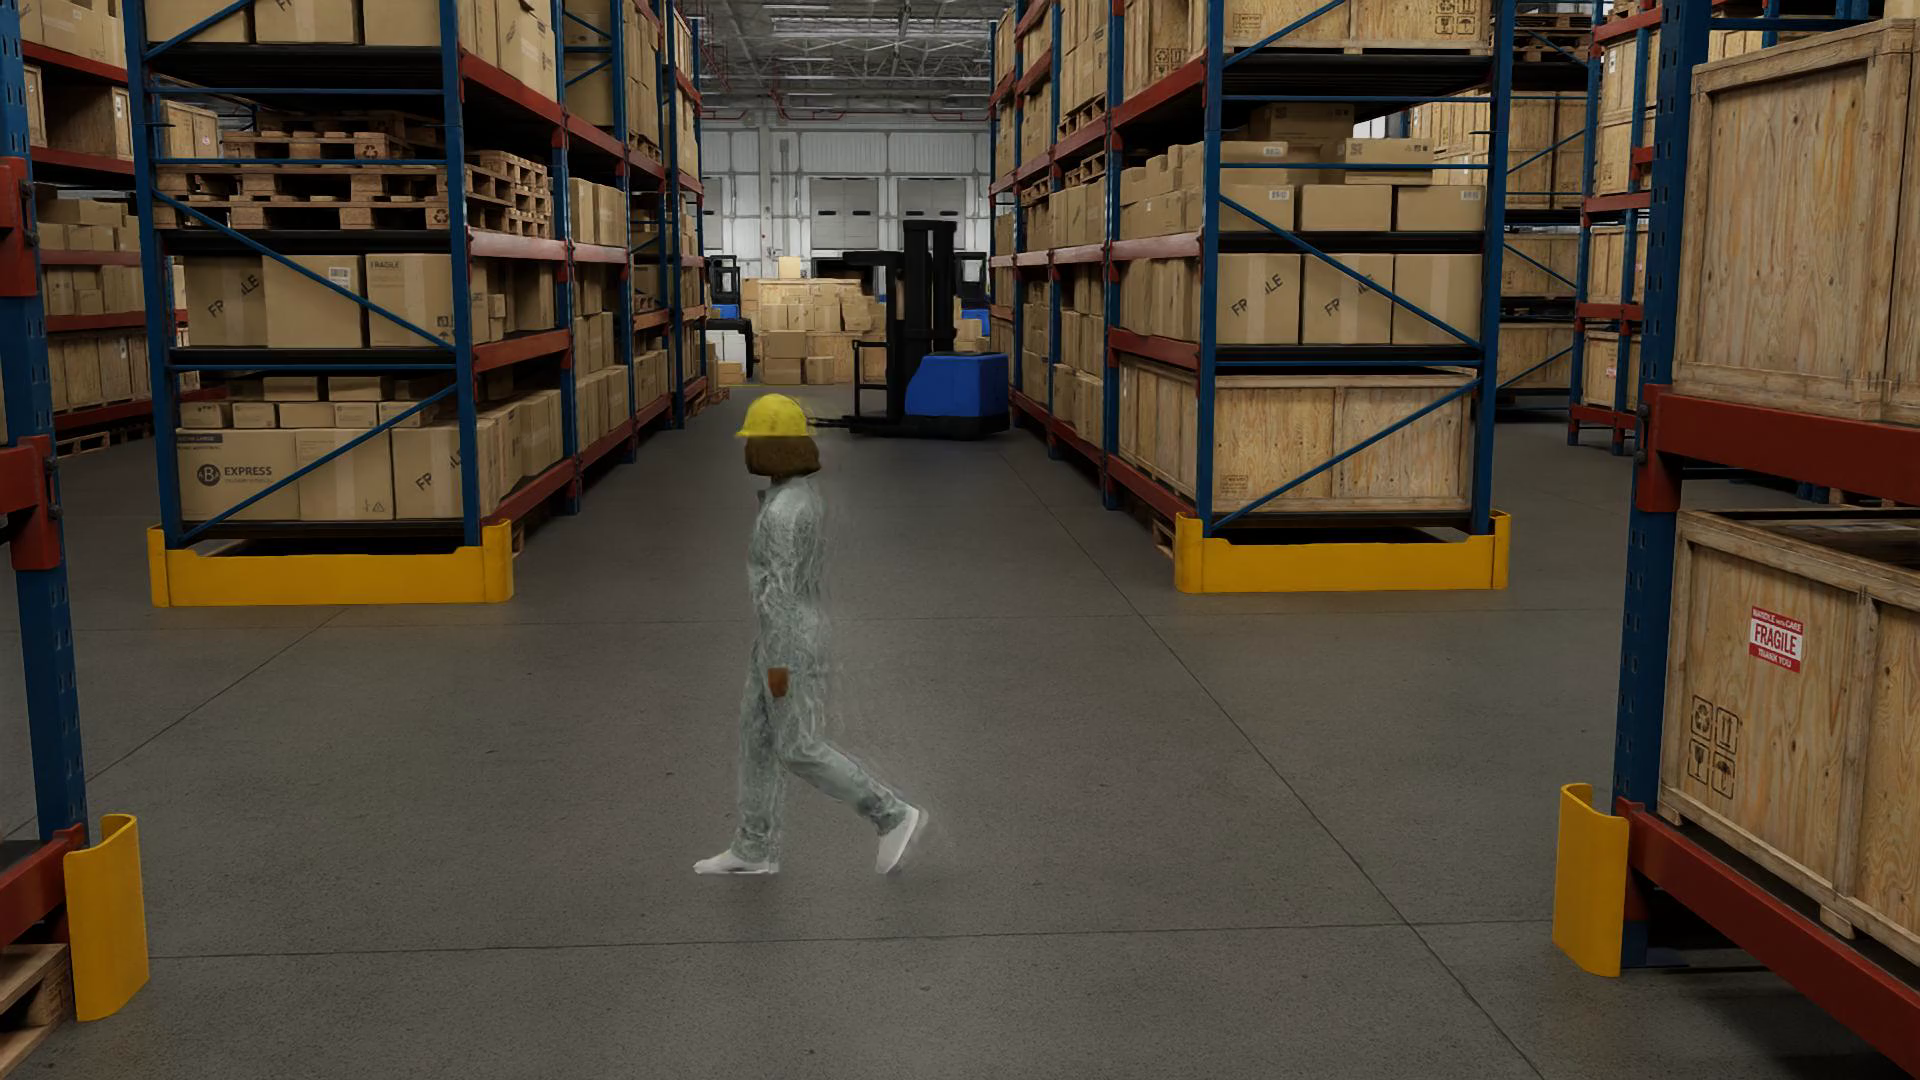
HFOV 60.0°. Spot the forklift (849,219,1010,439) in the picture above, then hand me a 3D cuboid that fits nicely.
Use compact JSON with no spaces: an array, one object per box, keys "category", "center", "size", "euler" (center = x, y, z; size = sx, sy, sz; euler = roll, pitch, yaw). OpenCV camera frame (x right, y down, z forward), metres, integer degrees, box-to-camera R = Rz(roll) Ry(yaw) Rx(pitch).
[{"category":"forklift","center":[-0.379,-2.785,21.818],"size":[1.873,2.768,1.129],"euler":[4,10,26]}]

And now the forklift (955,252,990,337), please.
[{"category":"forklift","center":[0.345,-7.378,50.655],"size":[1.129,2.768,1.873],"euler":[-2,9,-10]}]

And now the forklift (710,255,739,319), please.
[{"category":"forklift","center":[-8.368,-8.713,59.038],"size":[1.129,2.768,1.873],"euler":[-1,9,-4]}]

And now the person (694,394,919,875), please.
[{"category":"person","center":[-0.545,0.348,5.777],"size":[0.732,1.716,0.493],"euler":[-1,9,-5]}]
